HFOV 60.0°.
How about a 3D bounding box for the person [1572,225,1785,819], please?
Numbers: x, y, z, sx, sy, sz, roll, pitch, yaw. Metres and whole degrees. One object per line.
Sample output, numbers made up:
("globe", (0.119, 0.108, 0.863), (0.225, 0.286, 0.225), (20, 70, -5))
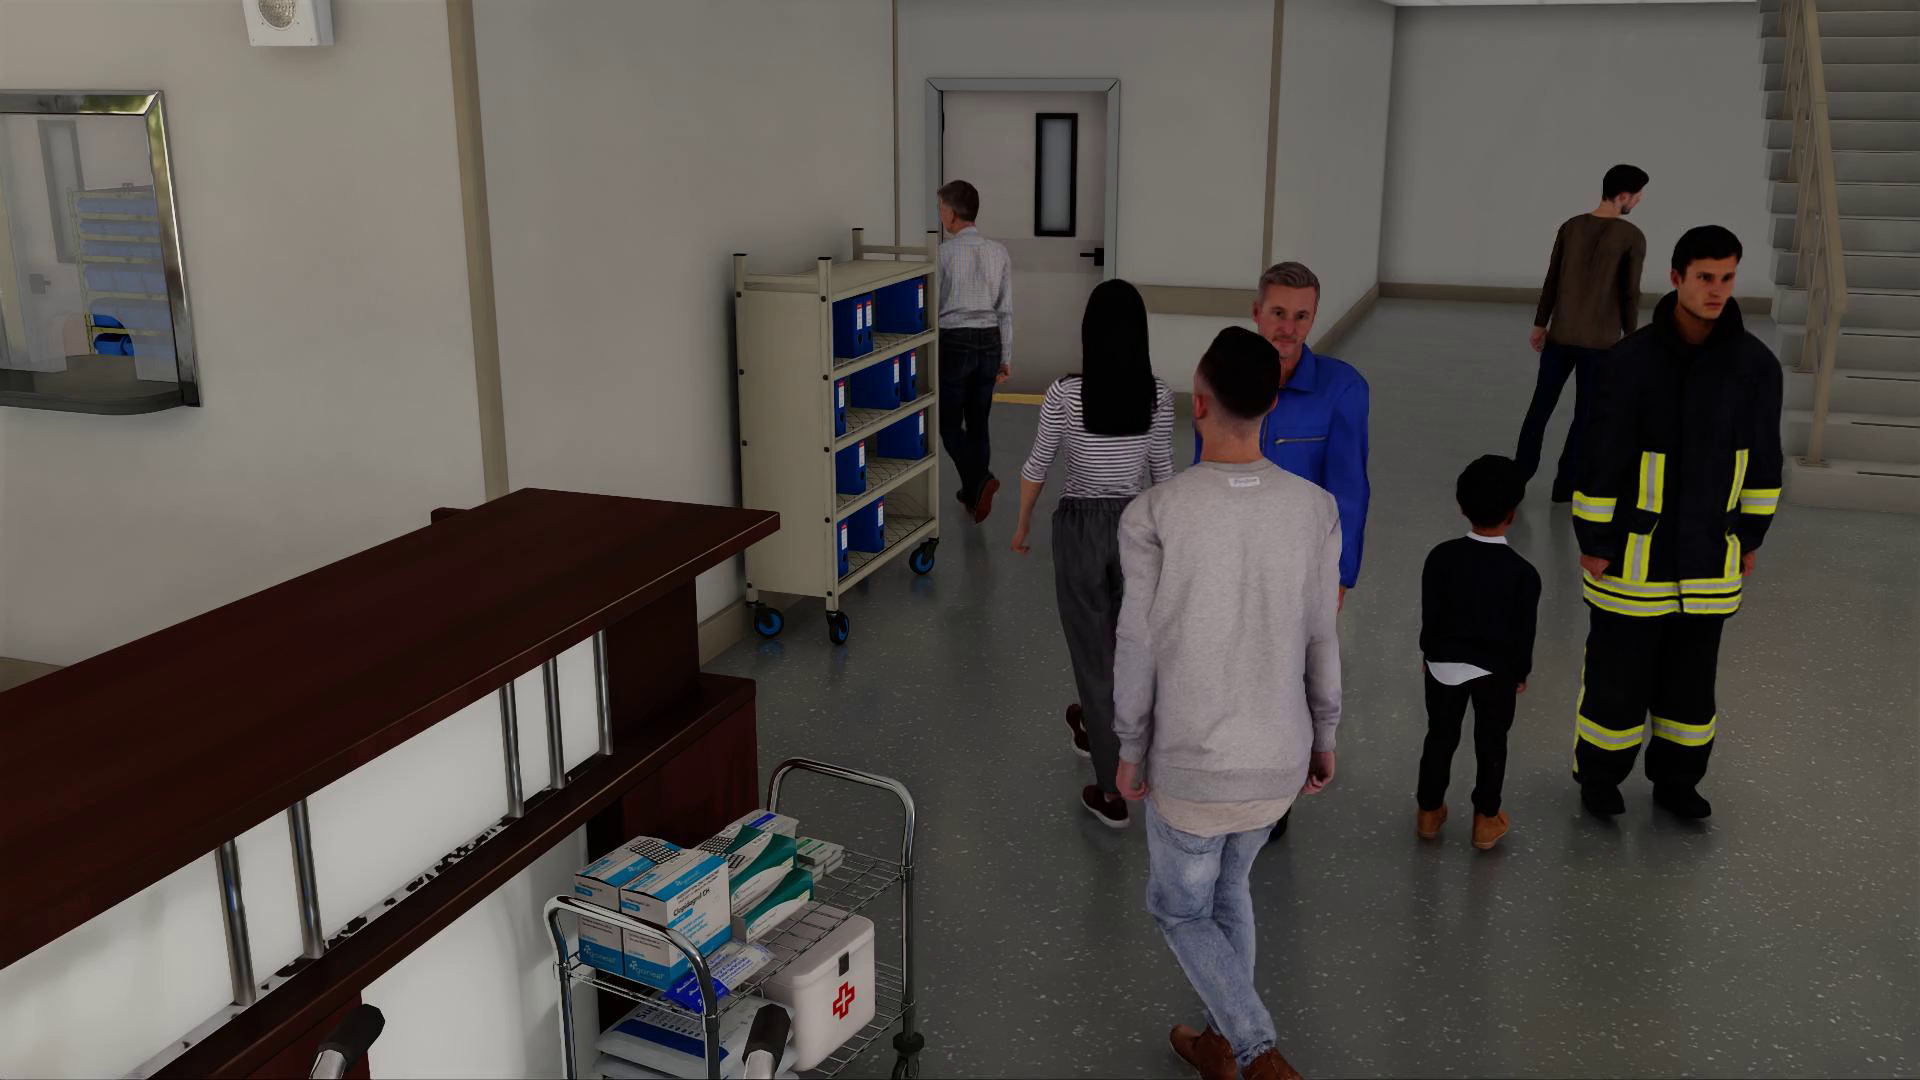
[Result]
("person", (2.225, -0.038, 5.233), (0.861, 1.919, 0.811), (0, 16, 1))

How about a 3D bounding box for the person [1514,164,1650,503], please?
("person", (3.373, -1.111, 9.163), (0.936, 1.851, 0.802), (8, 18, 26))

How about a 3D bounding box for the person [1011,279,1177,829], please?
("person", (0.473, 0.077, 5.227), (0.955, 1.700, 1.112), (-4, 16, -14))

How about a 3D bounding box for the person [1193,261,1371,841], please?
("person", (0.977, 0.057, 5.096), (0.758, 1.809, 0.814), (7, 17, 24))

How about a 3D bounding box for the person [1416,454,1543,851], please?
("person", (1.575, 0.343, 5.088), (0.528, 1.224, 0.512), (9, 18, 28))

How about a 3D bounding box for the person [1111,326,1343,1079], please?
("person", (0.602, 0.482, 3.585), (1.016, 1.811, 1.103), (-4, 16, -13))

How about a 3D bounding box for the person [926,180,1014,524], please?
("person", (0.054, -0.948, 8.688), (1.073, 1.794, 1.158), (-6, 17, -20))
